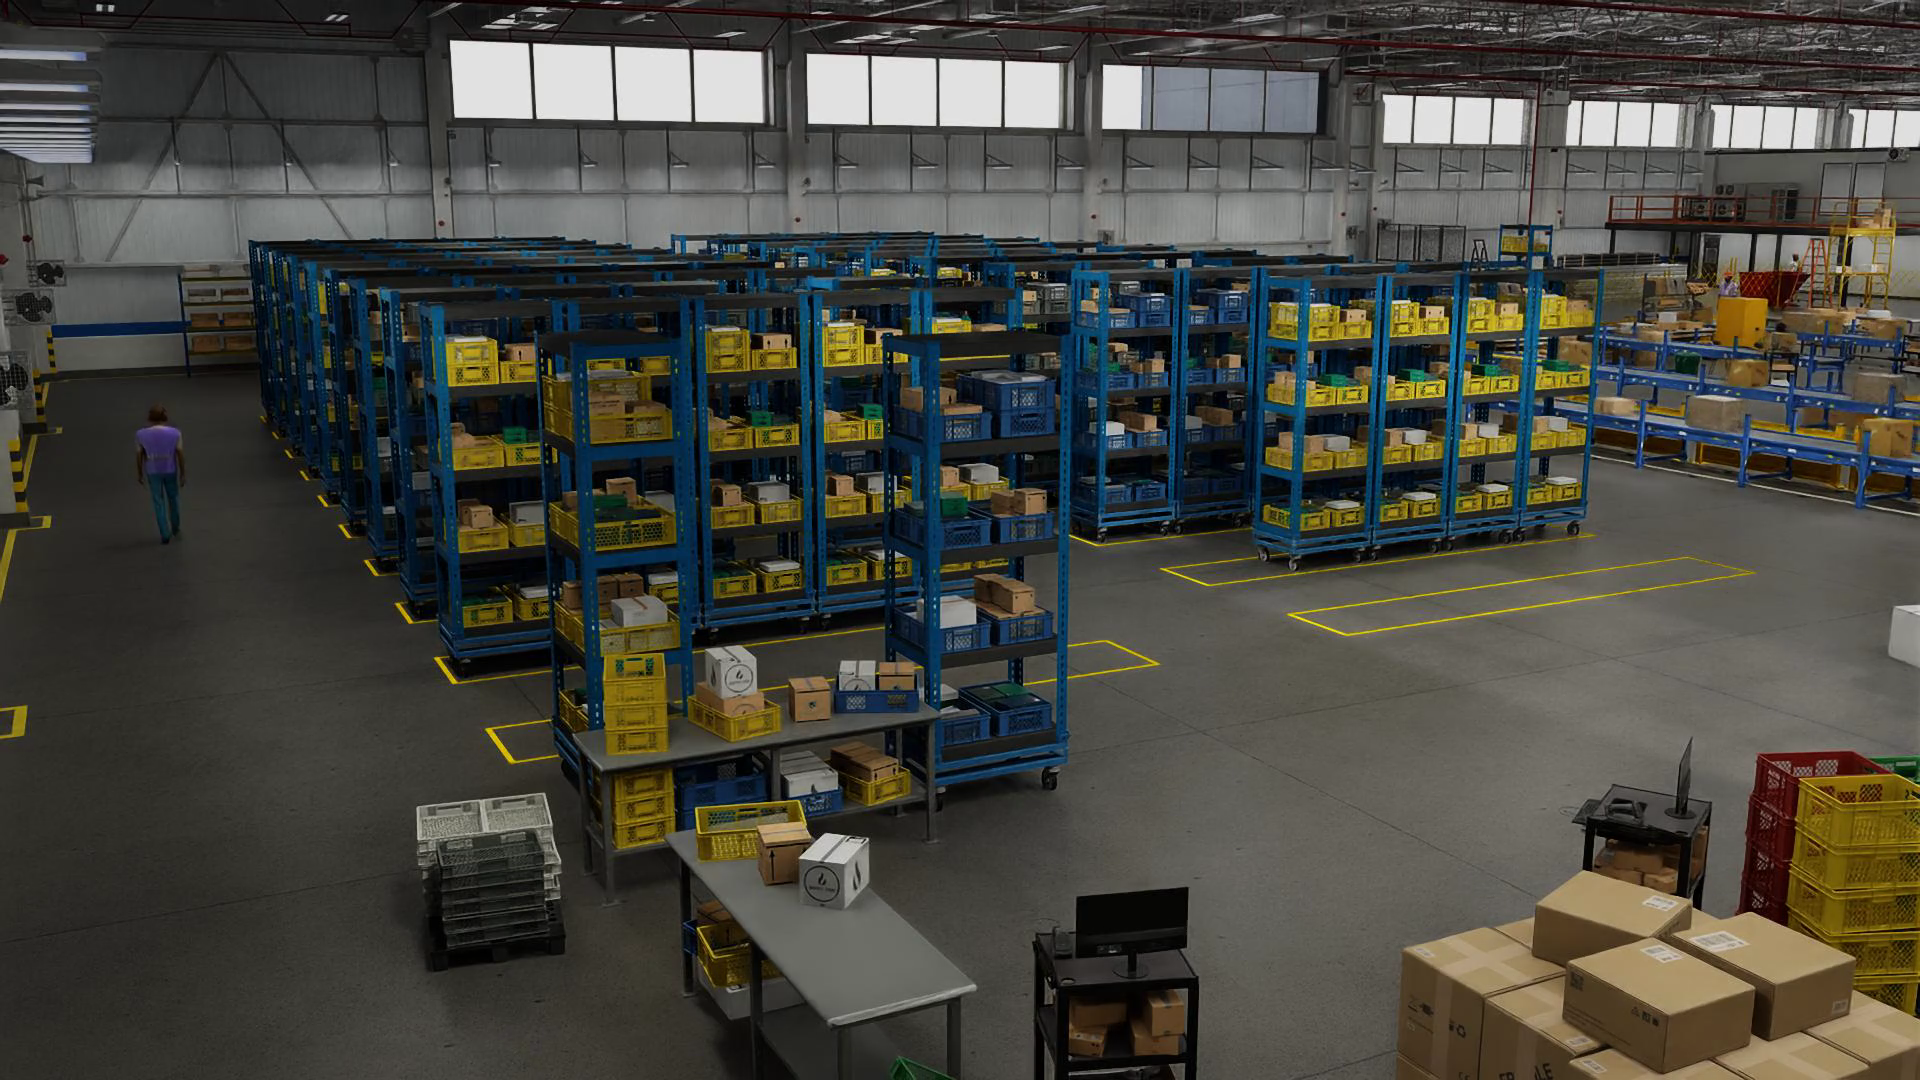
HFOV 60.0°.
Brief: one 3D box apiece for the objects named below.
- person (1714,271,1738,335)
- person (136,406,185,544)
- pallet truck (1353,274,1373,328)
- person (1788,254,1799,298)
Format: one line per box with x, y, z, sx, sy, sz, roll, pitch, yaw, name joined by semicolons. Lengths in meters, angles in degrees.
24.078;-7.443;52.293;0.378;2.041;0.616;-7;14;-29;person
-10.681;-0.894;22.251;0.571;1.796;0.962;-7;14;-30;person
13.011;-8.050;55.243;0.823;1.965;1.885;-7;14;-28;pallet truck
34.466;-10.892;68.841;0.360;1.878;0.579;9;15;37;person
